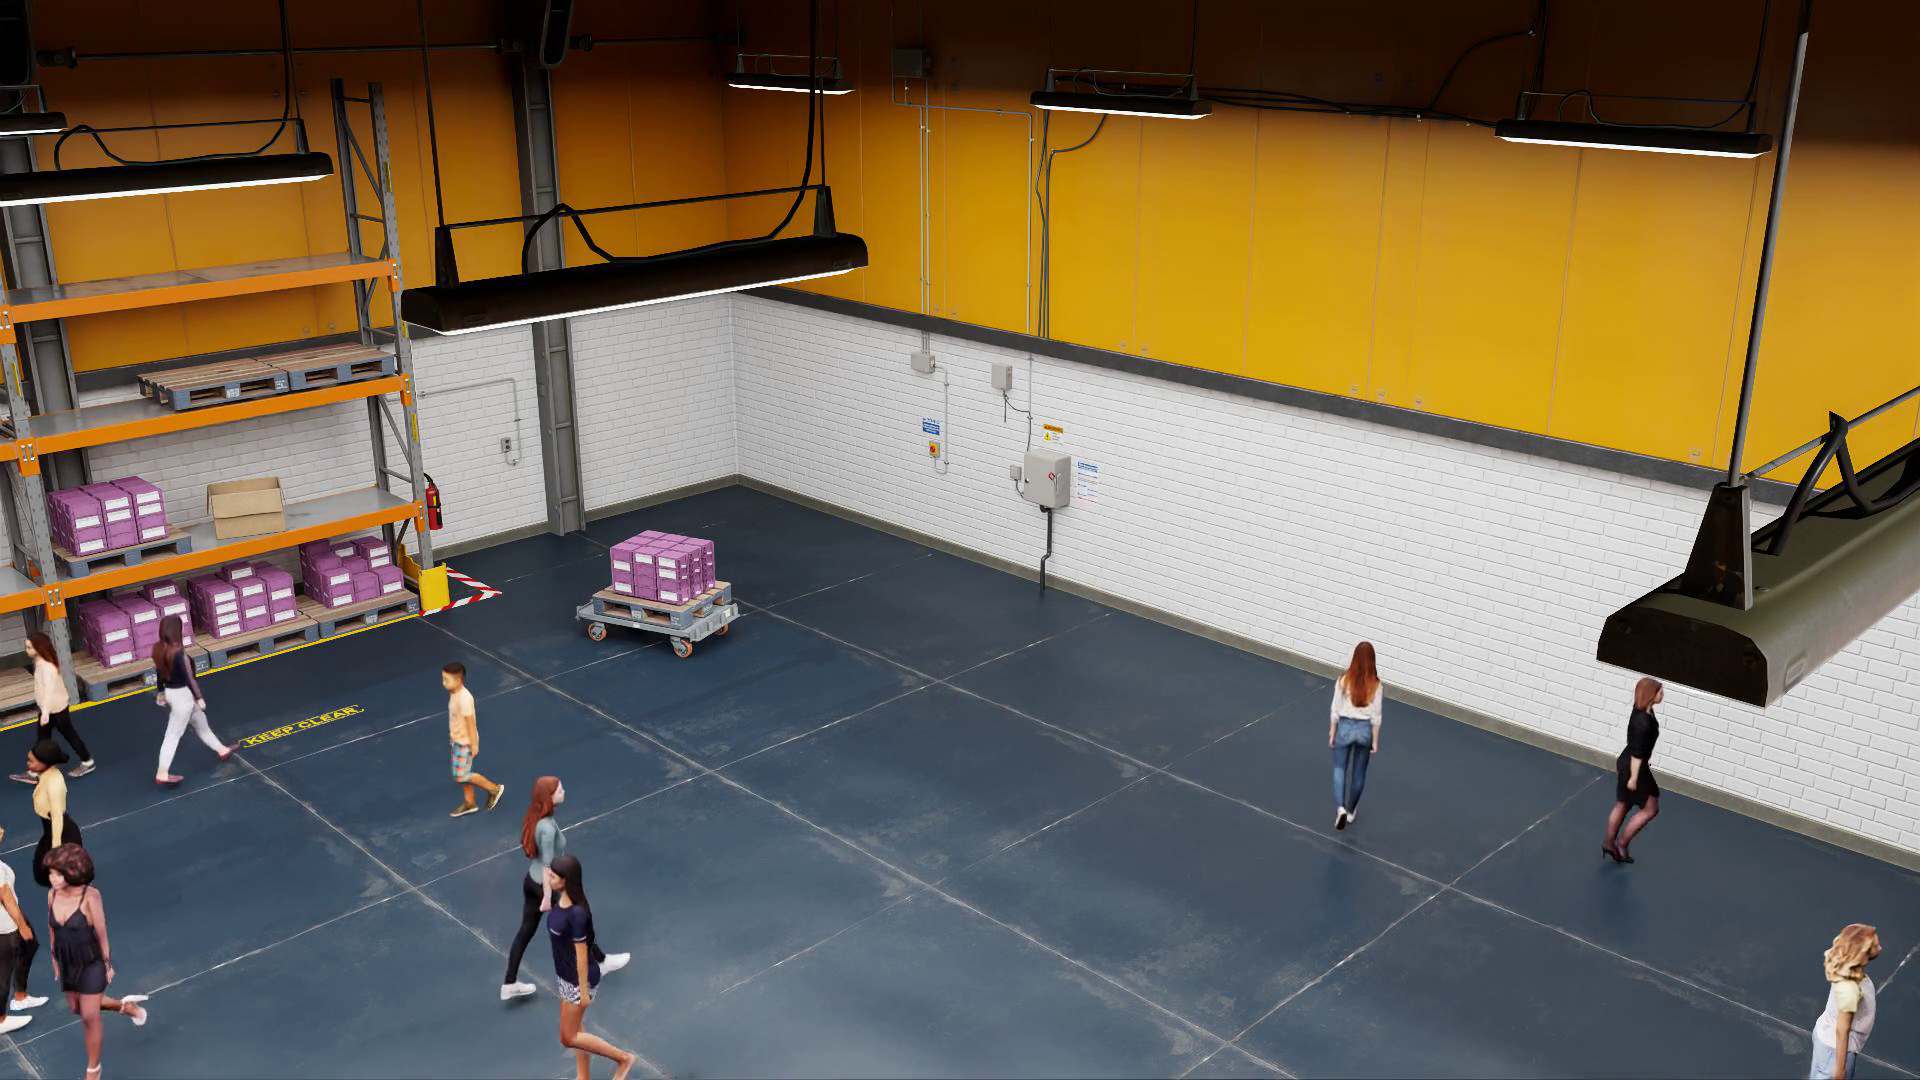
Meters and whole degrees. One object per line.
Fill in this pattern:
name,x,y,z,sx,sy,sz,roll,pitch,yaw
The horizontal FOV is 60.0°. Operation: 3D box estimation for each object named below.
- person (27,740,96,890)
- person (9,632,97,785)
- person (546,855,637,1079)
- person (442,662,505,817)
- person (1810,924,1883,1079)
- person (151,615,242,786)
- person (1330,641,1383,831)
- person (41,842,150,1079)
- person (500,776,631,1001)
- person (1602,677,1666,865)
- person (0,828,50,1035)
person,-6.787,2.270,12.710,0.658,1.647,0.636,-13,22,-33
person,-8.227,1.529,15.223,0.582,1.447,0.907,17,25,40
person,-2.413,2.842,10.847,0.867,1.752,0.759,-6,19,-17
person,-4.278,1.740,14.594,0.732,1.449,0.626,-12,22,-31
person,5.329,3.093,10.149,0.758,1.722,0.632,6,20,17
person,-7.154,1.498,15.154,0.757,1.549,1.151,14,23,36
person,3.385,1.703,14.282,0.855,1.718,1.001,6,19,16
person,-5.736,2.782,11.001,0.912,1.767,1.078,3,19,10
person,-3.040,2.528,11.892,1.244,1.679,0.806,-10,21,-28
person,5.474,1.905,13.724,0.773,1.691,0.695,4,19,11
person,-6.738,2.684,11.510,0.651,1.628,0.610,-13,23,-35
